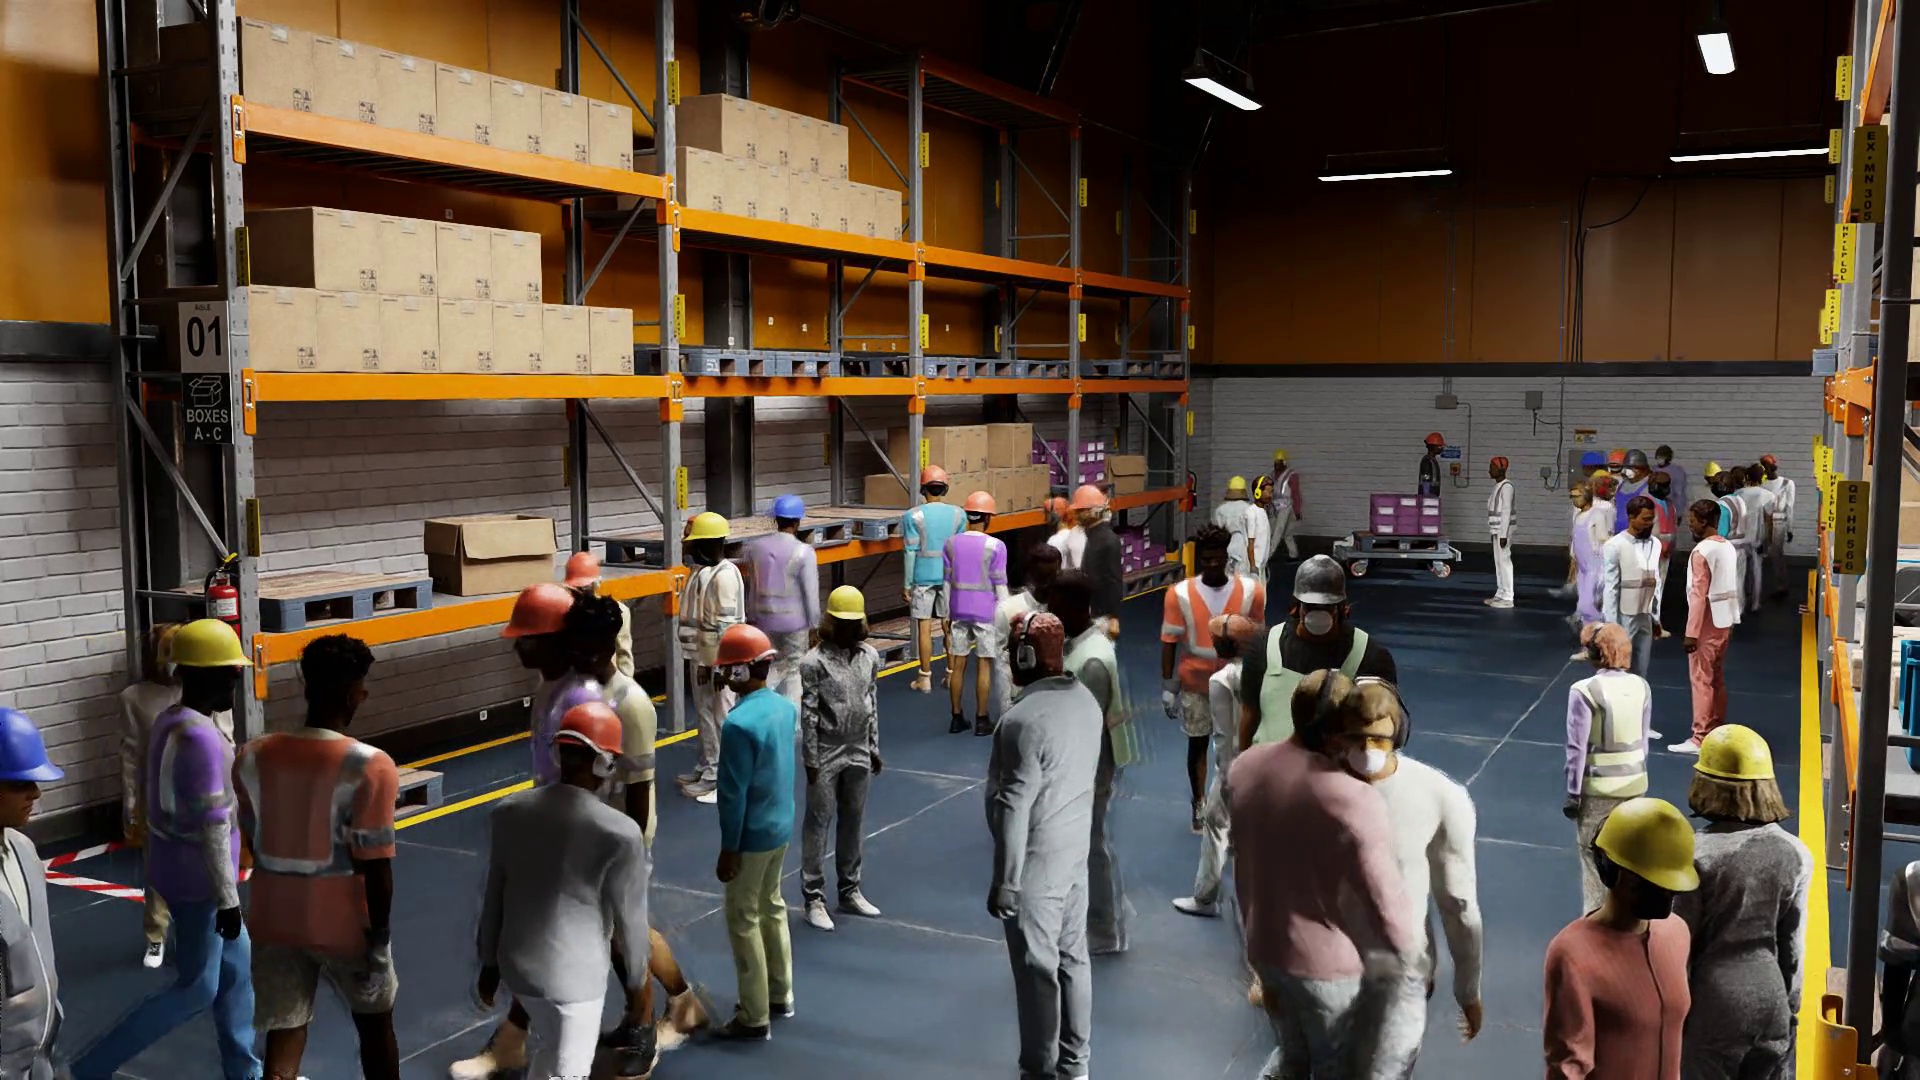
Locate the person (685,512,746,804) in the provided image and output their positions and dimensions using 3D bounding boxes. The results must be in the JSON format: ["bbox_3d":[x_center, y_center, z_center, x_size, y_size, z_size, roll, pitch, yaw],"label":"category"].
[{"bbox_3d":[-1.612,0.774,11.027,0.390,1.922,0.591,-1,6,-16],"label":"person"}]

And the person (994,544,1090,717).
[{"bbox_3d":[0.458,0.931,9.653,0.603,1.859,0.984,-1,5,-14],"label":"person"}]

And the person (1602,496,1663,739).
[{"bbox_3d":[5.199,0.606,12.893,0.598,1.908,0.410,-3,6,-31],"label":"person"}]

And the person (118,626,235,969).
[{"bbox_3d":[-3.702,1.209,7.887,0.499,1.629,0.290,-2,6,-21],"label":"person"}]

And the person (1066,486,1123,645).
[{"bbox_3d":[1.071,0.565,13.106,0.511,1.983,0.664,-3,6,-27],"label":"person"}]

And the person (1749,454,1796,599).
[{"bbox_3d":[10.416,-0.169,21.388,0.414,1.879,0.610,-4,7,-36],"label":"person"}]

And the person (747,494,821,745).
[{"bbox_3d":[-1.339,0.614,12.652,0.630,1.927,0.472,3,6,27],"label":"person"}]

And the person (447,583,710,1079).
[{"bbox_3d":[-1.494,1.147,6.675,1.060,1.989,0.621,-3,6,-29],"label":"person"}]

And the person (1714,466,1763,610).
[{"bbox_3d":[9.402,-0.005,20.109,0.873,1.800,0.614,-2,6,-23],"label":"person"}]

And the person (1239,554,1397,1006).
[{"bbox_3d":[1.544,1.058,7.288,0.684,2.000,0.535,2,6,21],"label":"person"}]

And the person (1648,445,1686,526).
[{"bbox_3d":[9.834,-0.382,23.448,0.521,1.924,0.687,-3,6,-27],"label":"person"}]

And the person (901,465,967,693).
[{"bbox_3d":[-0.242,0.349,14.908,0.616,2.041,0.378,-2,6,-23],"label":"person"}]

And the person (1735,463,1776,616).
[{"bbox_3d":[9.481,-0.008,19.958,0.512,1.832,0.969,3,6,28],"label":"person"}]

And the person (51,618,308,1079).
[{"bbox_3d":[-2.902,1.242,6.141,0.824,1.900,0.595,-3,6,-31],"label":"person"}]

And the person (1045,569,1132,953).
[{"bbox_3d":[0.542,1.071,7.923,0.560,1.889,0.624,-1,5,-8],"label":"person"}]

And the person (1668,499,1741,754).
[{"bbox_3d":[5.592,0.649,12.412,0.402,1.909,0.599,5,7,43],"label":"person"}]

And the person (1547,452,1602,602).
[{"bbox_3d":[7.900,-0.160,21.075,0.934,1.904,0.651,1,5,13],"label":"person"}]

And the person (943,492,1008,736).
[{"bbox_3d":[0.135,0.581,13.077,0.550,1.923,0.391,2,6,25],"label":"person"}]

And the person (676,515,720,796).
[{"bbox_3d":[-1.741,0.771,11.211,0.349,1.884,0.584,-1,5,-15],"label":"person"}]

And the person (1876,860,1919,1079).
[{"bbox_3d":[2.869,1.471,4.678,0.539,1.695,0.319,4,7,38],"label":"person"}]

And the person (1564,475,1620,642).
[{"bbox_3d":[6.647,0.216,17.565,0.529,1.819,0.646,-1,5,-15],"label":"person"}]

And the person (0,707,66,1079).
[{"bbox_3d":[-2.498,1.391,4.277,0.416,1.939,0.611,0,5,-5],"label":"person"}]

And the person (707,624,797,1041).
[{"bbox_3d":[-0.896,1.226,7.098,0.354,1.737,0.576,2,6,16],"label":"person"}]

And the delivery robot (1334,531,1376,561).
[{"bbox_3d":[5.926,0.105,24.957,0.707,0.478,0.477,-5,7,-42],"label":"delivery robot"}]

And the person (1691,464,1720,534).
[{"bbox_3d":[10.201,-0.186,22.557,0.534,1.691,0.976,4,7,38],"label":"person"}]

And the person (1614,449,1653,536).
[{"bbox_3d":[7.760,-0.046,19.176,0.536,2.000,0.687,-2,6,-19],"label":"person"}]

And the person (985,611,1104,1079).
[{"bbox_3d":[0.296,1.216,6.368,0.402,1.900,0.641,3,6,28],"label":"person"}]

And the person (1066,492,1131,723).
[{"bbox_3d":[1.071,0.556,13.308,0.437,1.926,0.638,3,6,25],"label":"person"}]

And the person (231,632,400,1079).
[{"bbox_3d":[-2.144,1.268,5.615,0.622,1.922,0.771,1,5,6],"label":"person"}]

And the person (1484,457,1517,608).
[{"bbox_3d":[6.716,-0.098,20.641,0.354,1.877,0.574,1,5,5],"label":"person"}]

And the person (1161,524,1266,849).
[{"bbox_3d":[1.535,0.870,9.918,0.664,1.924,0.882,0,5,4],"label":"person"}]

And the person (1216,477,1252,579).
[{"bbox_3d":[3.178,0.131,19.011,0.500,1.713,0.704,3,6,33],"label":"person"}]

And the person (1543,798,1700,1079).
[{"bbox_3d":[1.637,1.495,4.109,0.524,1.759,0.337,-4,6,-34],"label":"person"}]

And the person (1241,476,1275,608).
[{"bbox_3d":[2.995,0.285,16.628,0.344,1.856,0.525,2,6,22],"label":"person"}]

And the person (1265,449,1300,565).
[{"bbox_3d":[4.834,-0.486,25.246,0.945,1.781,0.617,-3,6,-26],"label":"person"}]

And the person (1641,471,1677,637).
[{"bbox_3d":[7.526,0.166,18.027,0.625,1.835,0.431,-4,6,-34],"label":"person"}]

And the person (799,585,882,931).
[{"bbox_3d":[-0.592,1.094,8.497,0.487,1.741,0.312,-5,7,-42],"label":"person"}]

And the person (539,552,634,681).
[{"bbox_3d":[-2.297,0.936,10.228,0.572,1.737,0.354,-1,5,-8],"label":"person"}]

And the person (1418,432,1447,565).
[{"bbox_3d":[7.218,-0.627,25.447,0.404,2.038,0.605,3,6,25],"label":"person"}]

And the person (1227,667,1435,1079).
[{"bbox_3d":[1.132,1.322,5.222,0.476,1.901,0.660,-4,6,-33],"label":"person"}]

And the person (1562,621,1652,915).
[{"bbox_3d":[3.110,1.204,7.962,0.525,1.626,0.329,-3,6,-30],"label":"person"}]

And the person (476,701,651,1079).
[{"bbox_3d":[-1.276,1.390,5.433,0.585,1.711,0.463,3,6,25],"label":"person"}]

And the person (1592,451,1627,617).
[{"bbox_3d":[7.681,-0.047,19.503,0.621,1.986,0.409,5,7,44],"label":"person"}]

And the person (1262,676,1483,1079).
[{"bbox_3d":[1.300,1.330,5.220,0.675,1.904,0.926,3,6,25],"label":"person"}]

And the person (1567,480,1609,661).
[{"bbox_3d":[6.257,0.313,16.524,0.447,1.817,0.536,0,5,-4],"label":"person"}]

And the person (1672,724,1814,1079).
[{"bbox_3d":[2.322,1.420,5.035,0.480,1.734,0.331,-1,5,-14],"label":"person"}]

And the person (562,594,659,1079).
[{"bbox_3d":[-1.395,1.168,6.673,0.420,1.937,0.626,-4,7,-37],"label":"person"}]

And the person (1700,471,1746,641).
[{"bbox_3d":[8.119,0.186,17.739,0.429,1.843,0.633,4,7,40],"label":"person"}]
